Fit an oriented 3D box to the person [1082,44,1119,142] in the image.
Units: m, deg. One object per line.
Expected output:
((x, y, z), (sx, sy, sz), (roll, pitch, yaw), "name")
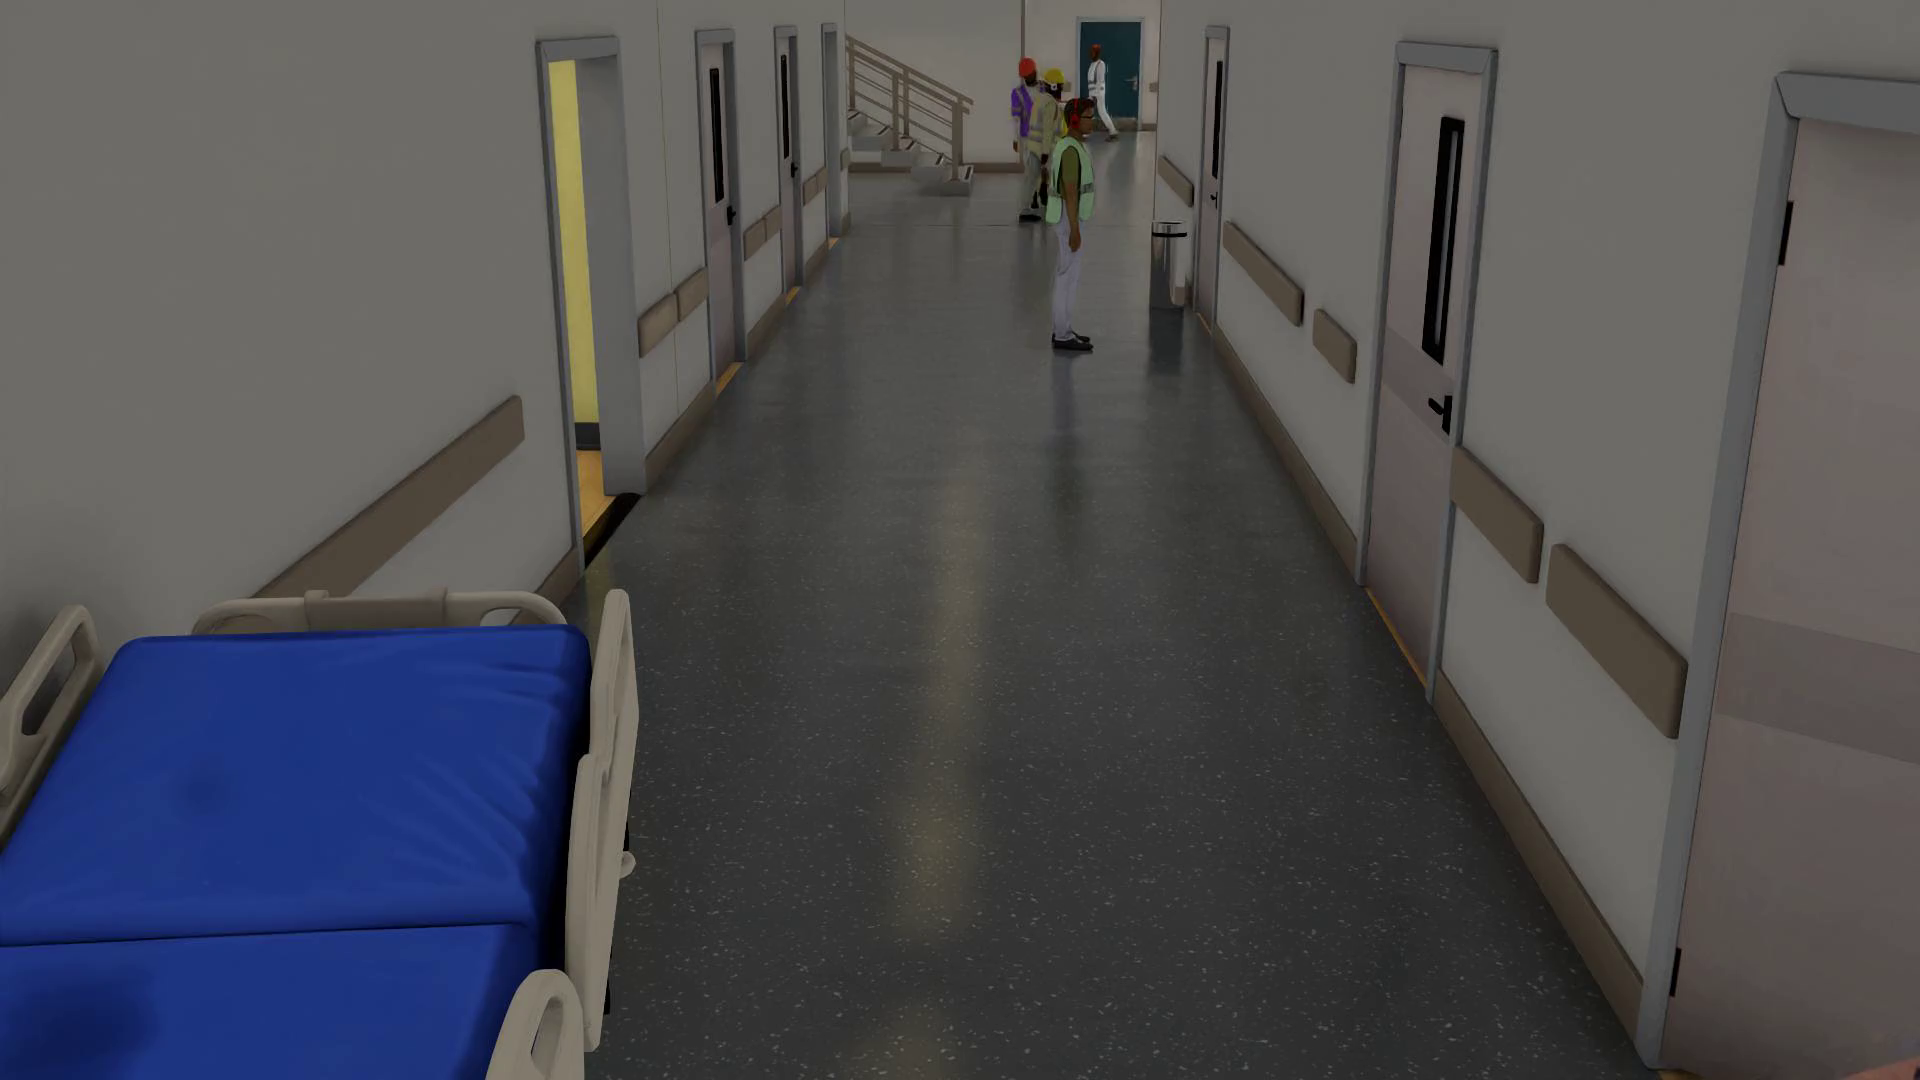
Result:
((2.656, -8.603, 32.060), (0.921, 1.840, 0.587), (-6, 19, -19), "person")

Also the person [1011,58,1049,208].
((0.943, -5.171, 21.199), (0.591, 1.884, 0.595), (0, 18, -1), "person")

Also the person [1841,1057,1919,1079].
((0.961, 1.063, 1.779), (0.659, 1.793, 0.896), (0, 18, -1), "person")

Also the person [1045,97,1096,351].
((0.820, -2.351, 12.400), (0.374, 1.843, 0.573), (1, 18, 2), "person")

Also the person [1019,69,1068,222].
((1.098, -4.687, 19.834), (0.843, 1.786, 0.600), (-5, 18, -16), "person")
